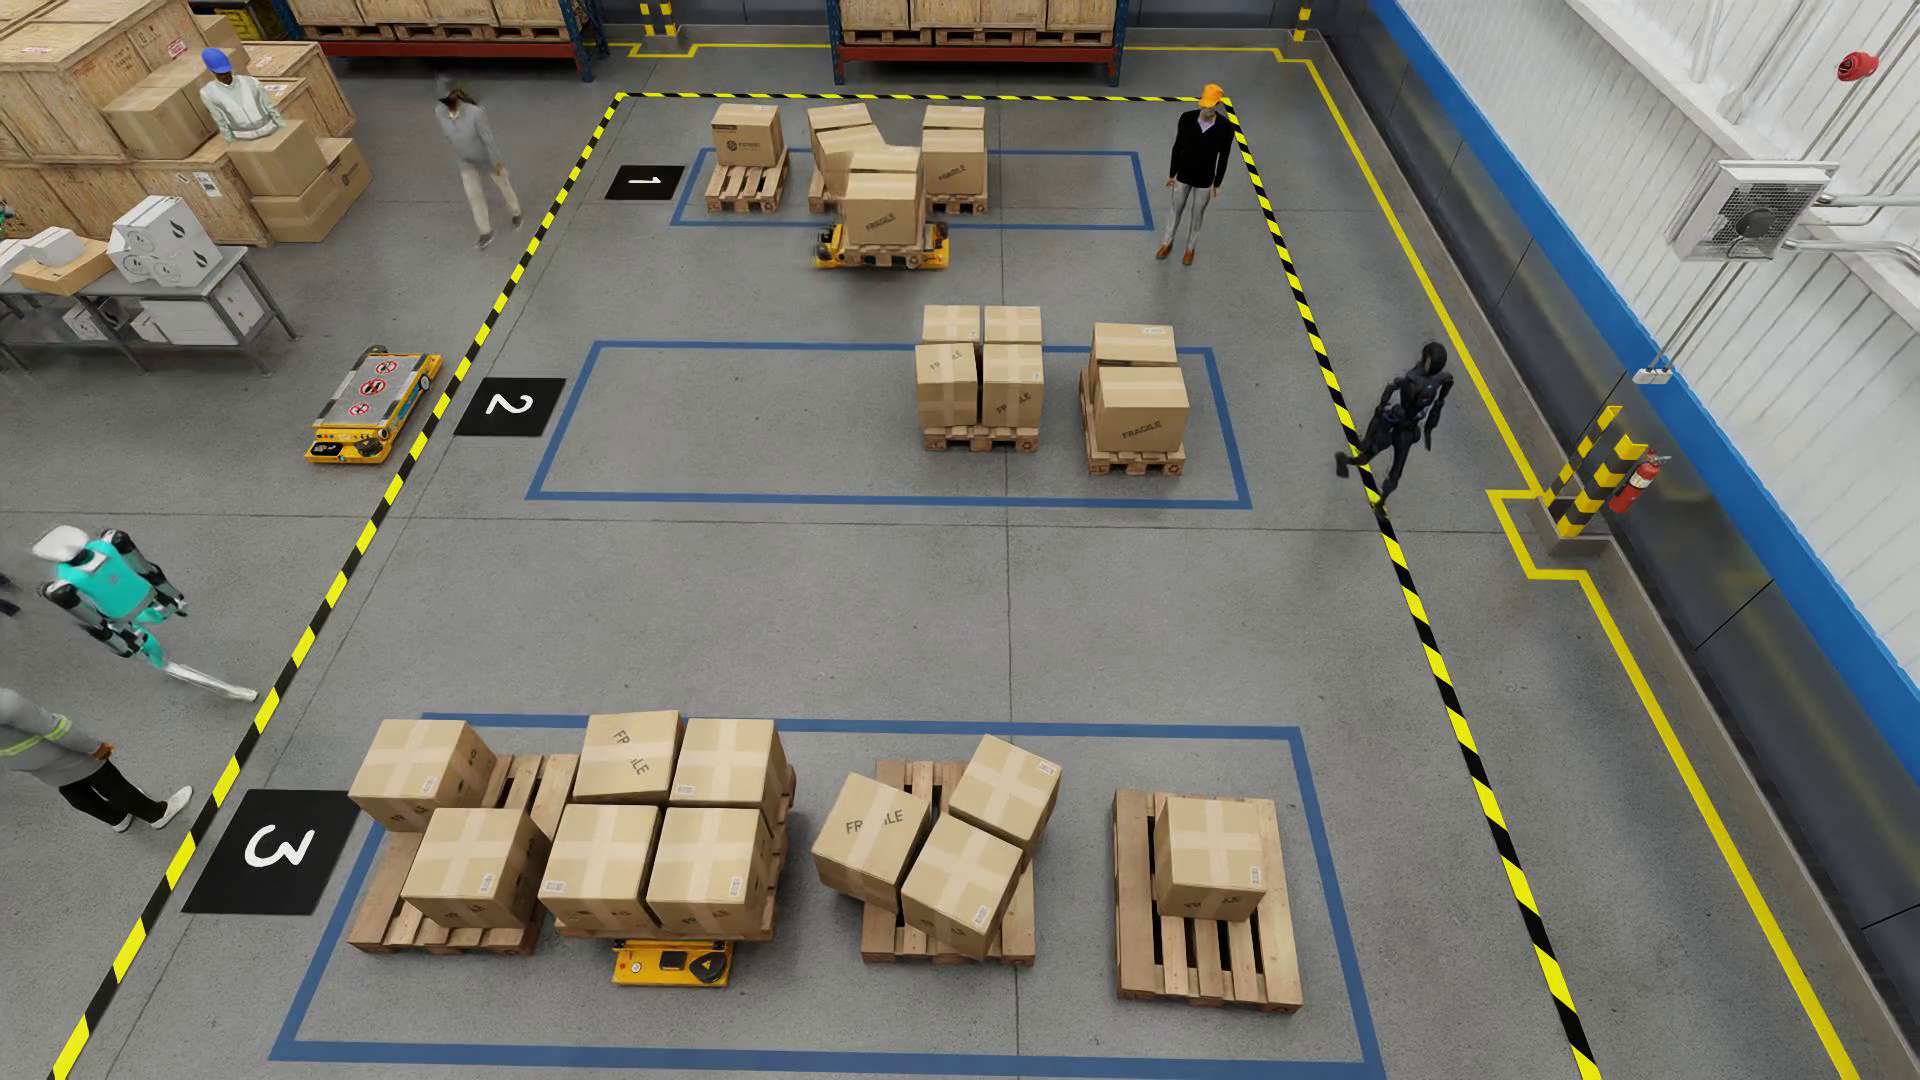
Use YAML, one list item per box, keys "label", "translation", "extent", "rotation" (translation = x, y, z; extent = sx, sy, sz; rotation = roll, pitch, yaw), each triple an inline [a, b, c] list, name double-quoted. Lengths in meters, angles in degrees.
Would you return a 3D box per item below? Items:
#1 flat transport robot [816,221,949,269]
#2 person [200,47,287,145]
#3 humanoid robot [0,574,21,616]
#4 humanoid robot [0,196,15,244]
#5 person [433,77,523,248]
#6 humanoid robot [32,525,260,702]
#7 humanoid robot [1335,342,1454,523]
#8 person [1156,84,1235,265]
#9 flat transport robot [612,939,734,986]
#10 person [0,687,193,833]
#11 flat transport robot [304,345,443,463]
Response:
- label: "flat transport robot"
  translation: [-0.842, -3.273, 10.118]
  extent: [1.431, 0.197, 0.652]
  rotation: [1, 50, 1]
- label: "person"
  translation: [-7.566, -4.321, 9.933]
  extent: [0.606, 1.939, 0.411]
  rotation: [-34, 58, -25]
- label: "humanoid robot"
  translation: [-7.509, -0.075, 6.517]
  extent: [0.653, 1.636, 0.601]
  rotation: [20, 53, 16]
- label: "humanoid robot"
  translation: [-9.913, -3.213, 9.141]
  extent: [0.927, 1.779, 0.581]
  rotation: [-5, 50, -4]
- label: "person"
  translation: [-5.186, -4.021, 9.801]
  extent: [0.582, 1.734, 0.825]
  rotation: [2, 50, 2]
- label: "humanoid robot"
  translation: [-5.512, 0.509, 6.020]
  extent: [1.039, 1.769, 0.533]
  rotation: [10, 50, 8]
- label: "humanoid robot"
  translation: [3.447, -0.925, 7.254]
  extent: [0.590, 1.637, 0.741]
  rotation: [-7, 50, -6]
- label: "person"
  translation: [2.436, -3.752, 9.487]
  extent: [0.586, 1.881, 0.387]
  rotation: [21, 53, 17]
- label: "flat transport robot"
  translation: [-1.659, 1.971, 5.681]
  extent: [0.652, 0.197, 1.431]
  rotation: [1, 50, 1]
- label: "person"
  translation: [-5.313, 1.175, 5.335]
  extent: [0.598, 1.850, 0.393]
  rotation: [-1, 50, -1]
- label: "flat transport robot"
  translation: [-5.383, -1.269, 8.441]
  extent: [0.659, 0.231, 1.431]
  rotation: [1, 50, 1]
